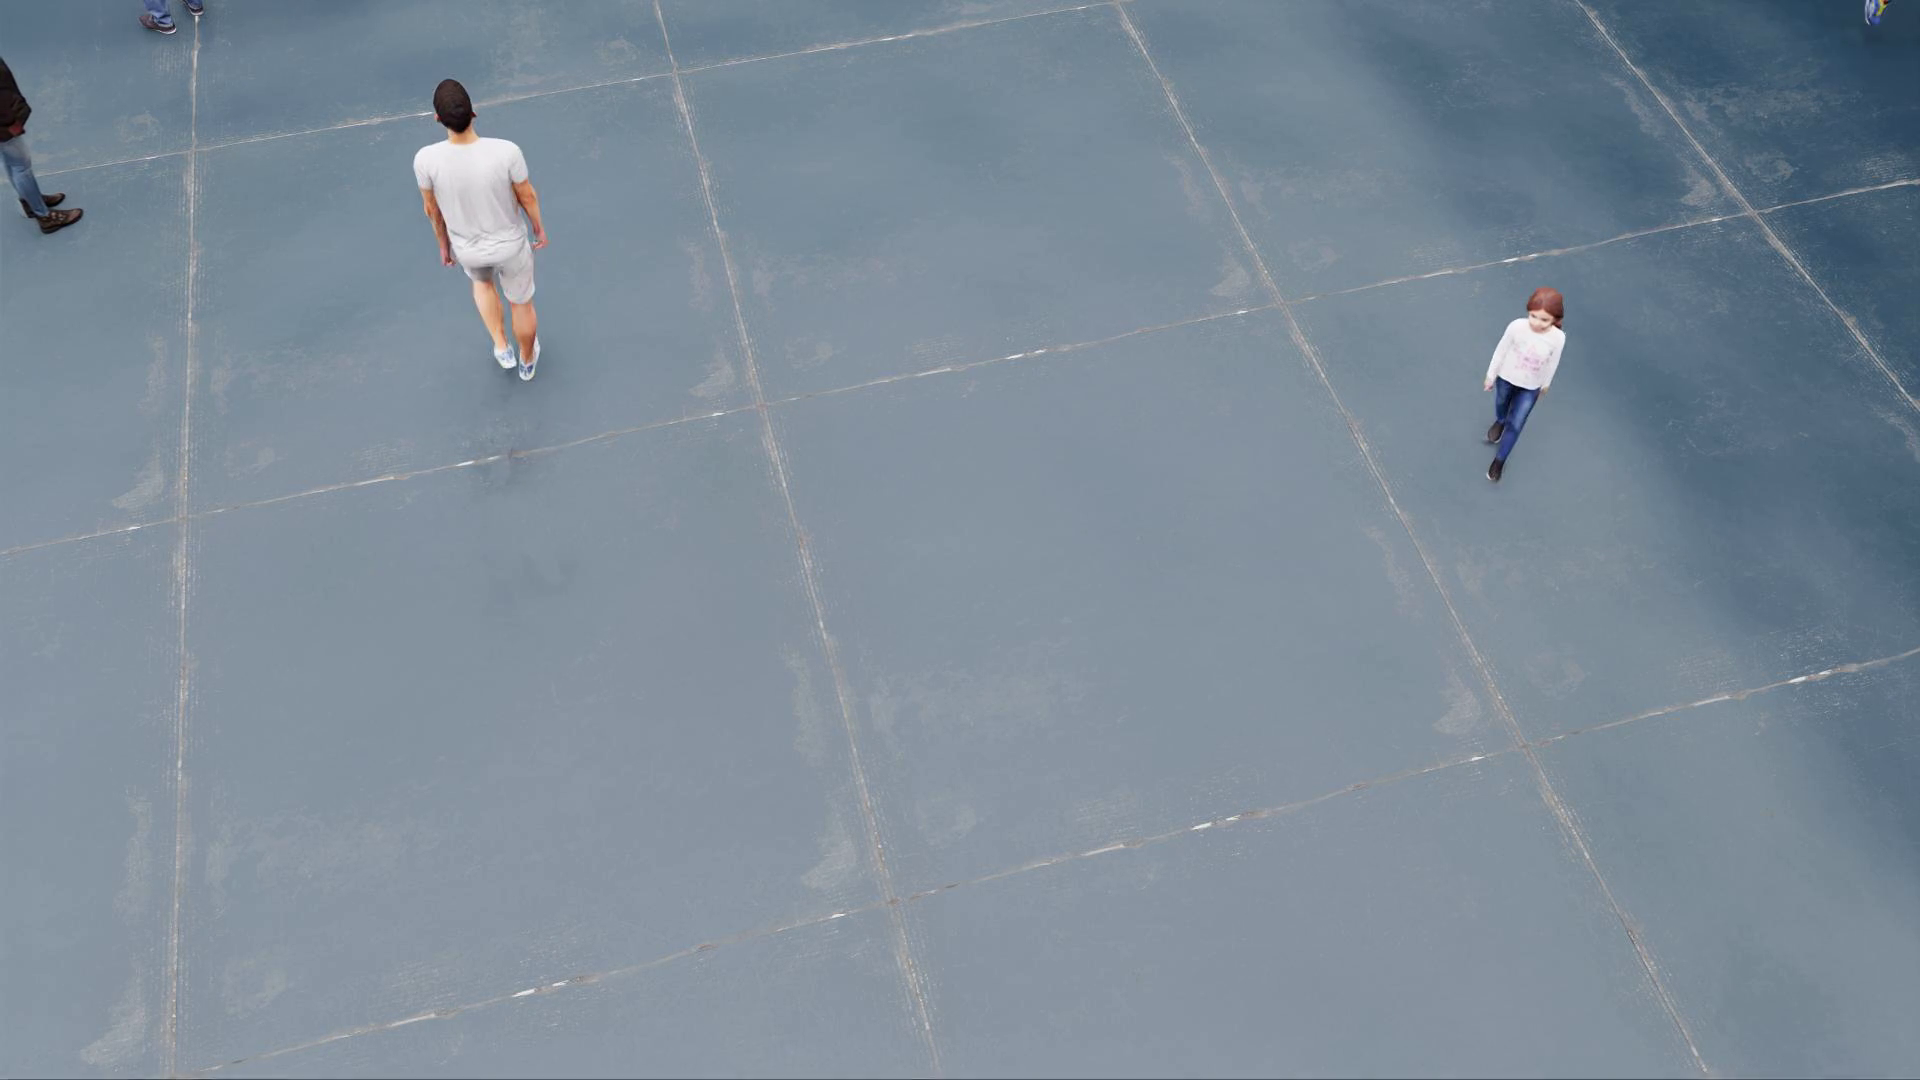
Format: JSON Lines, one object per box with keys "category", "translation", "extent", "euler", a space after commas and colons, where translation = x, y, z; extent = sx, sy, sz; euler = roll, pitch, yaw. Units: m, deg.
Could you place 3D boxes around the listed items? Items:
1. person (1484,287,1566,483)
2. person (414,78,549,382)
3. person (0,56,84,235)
{"category": "person", "translation": [2.844, -0.871, 8.382], "extent": [0.700, 1.091, 0.773], "euler": [22, 56, 16]}
{"category": "person", "translation": [-2.368, -1.456, 8.356], "extent": [0.730, 1.850, 0.664], "euler": [-7, 53, -5]}
{"category": "person", "translation": [-5.400, -2.415, 9.235], "extent": [0.771, 1.634, 0.670], "euler": [-33, 59, -23]}
